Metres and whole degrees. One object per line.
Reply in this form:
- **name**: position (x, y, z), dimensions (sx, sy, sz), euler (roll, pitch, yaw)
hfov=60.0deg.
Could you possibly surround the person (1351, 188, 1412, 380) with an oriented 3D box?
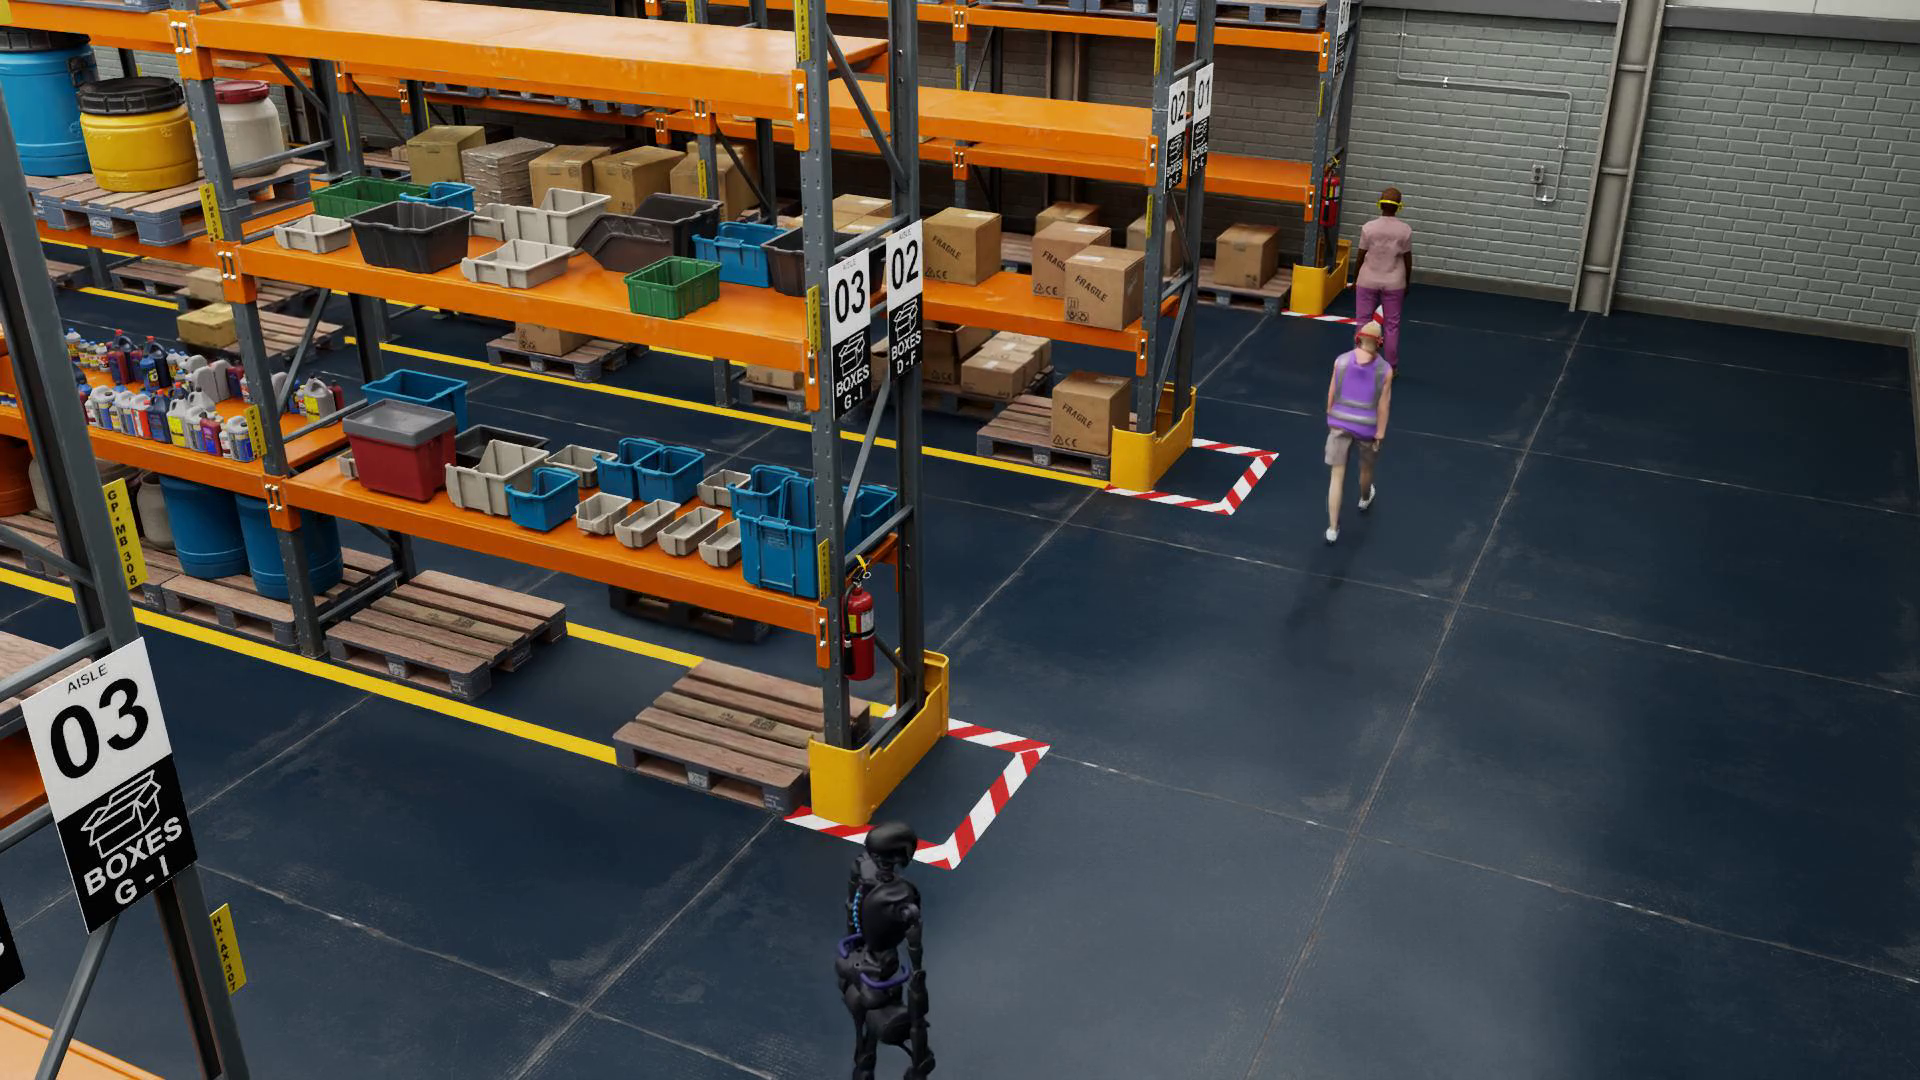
- **person**: position (3.878, -2.349, 15.334), dimensions (0.519, 1.800, 0.335), euler (6, 27, 12)

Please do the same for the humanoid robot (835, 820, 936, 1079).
- **humanoid robot**: position (-0.338, 1.859, 6.949), dimensions (0.362, 1.652, 0.595), euler (-16, 30, -29)

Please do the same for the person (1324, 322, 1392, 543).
- **person**: position (2.978, -0.857, 12.496), dimensions (0.472, 1.633, 0.944), euler (10, 28, 19)
